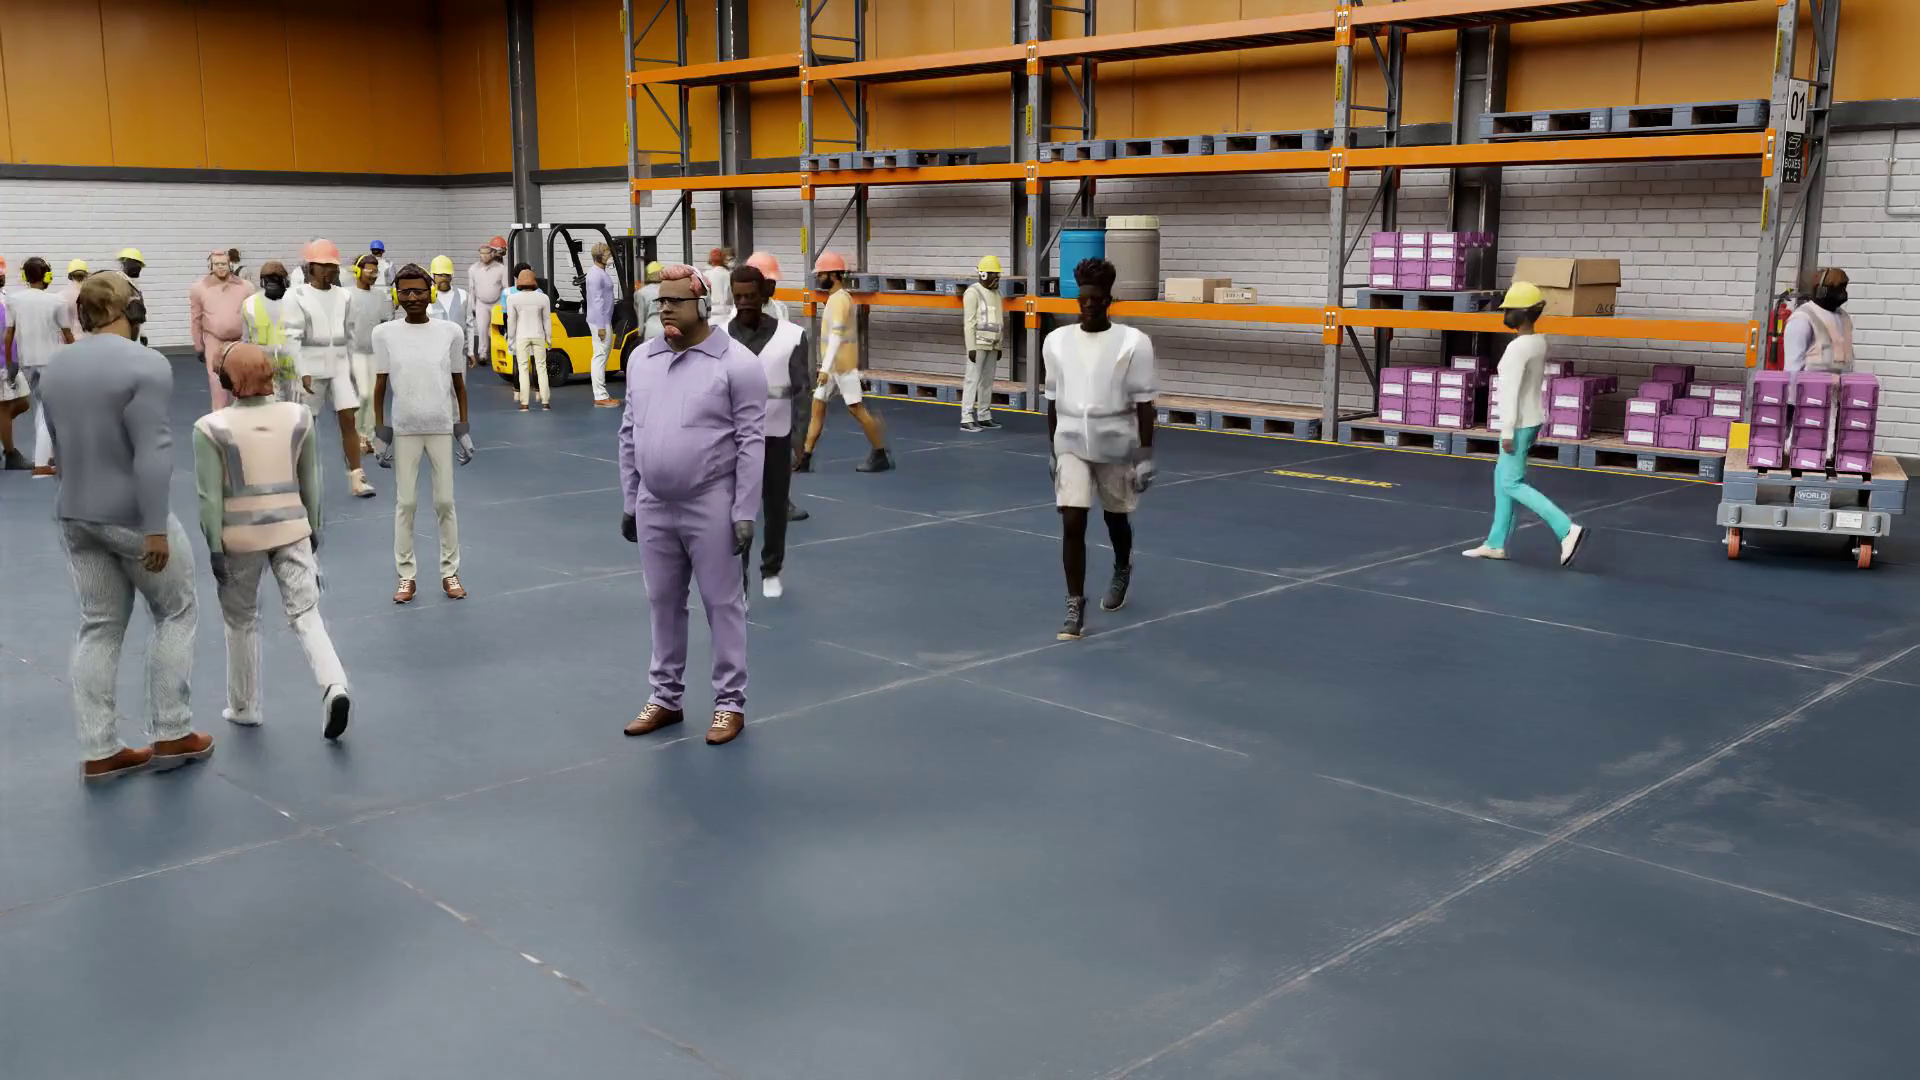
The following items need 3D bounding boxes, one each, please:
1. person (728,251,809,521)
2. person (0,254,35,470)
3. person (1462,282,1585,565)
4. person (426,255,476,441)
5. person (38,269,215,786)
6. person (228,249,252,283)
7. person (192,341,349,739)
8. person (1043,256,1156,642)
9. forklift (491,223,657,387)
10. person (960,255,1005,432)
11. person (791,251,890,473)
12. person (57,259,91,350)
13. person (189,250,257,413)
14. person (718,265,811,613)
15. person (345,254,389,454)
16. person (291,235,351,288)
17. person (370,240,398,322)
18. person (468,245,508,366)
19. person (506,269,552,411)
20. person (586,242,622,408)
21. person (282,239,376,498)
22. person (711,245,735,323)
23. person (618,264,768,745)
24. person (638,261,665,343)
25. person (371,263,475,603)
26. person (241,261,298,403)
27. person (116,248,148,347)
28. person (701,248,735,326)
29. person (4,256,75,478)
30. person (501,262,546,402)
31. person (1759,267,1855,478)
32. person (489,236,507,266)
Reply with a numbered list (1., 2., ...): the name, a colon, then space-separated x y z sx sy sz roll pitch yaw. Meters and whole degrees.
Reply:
1. person: -1.455 -1.111 11.958 0.870 1.914 0.544 6 12 31
2. person: -8.271 -1.521 14.217 0.537 1.905 0.543 0 10 -2
3. person: 3.487 -0.699 10.169 0.713 1.746 0.528 7 13 35
4. person: -4.994 -1.837 16.136 0.600 1.827 0.404 -7 12 -33
5. person: -3.168 -0.054 6.246 0.654 1.895 0.604 4 11 20
6. person: -12.186 -3.993 28.029 0.749 1.796 0.535 -5 11 -25
7. person: -2.765 0.008 6.691 0.517 1.612 0.753 -10 14 -42
8. person: 0.728 -0.499 8.612 0.604 1.929 0.969 3 11 18
9. forklift: -5.316 -3.263 22.920 2.313 2.155 1.214 -10 14 -44
10. person: 0.262 -2.030 17.244 0.415 1.821 0.608 8 13 36
11. person: -1.047 -1.494 14.115 0.993 1.887 0.559 -3 11 -14
12. person: -9.519 -2.164 18.091 0.524 1.769 0.326 -9 14 -41
13. person: -7.343 -1.962 16.726 0.647 1.870 0.925 -6 12 -30
14. person: -1.100 -0.526 8.984 0.595 1.834 1.029 0 10 -2
15. person: -5.477 -1.702 15.350 0.457 1.845 0.536 9 14 41
16. person: -7.609 -2.636 19.916 0.681 2.000 0.552 -5 12 -26
17. person: -9.619 -3.992 27.596 0.603 1.938 0.402 -1 10 -7
18. person: -7.311 -3.640 25.868 0.664 1.857 0.962 -2 11 -9
19. person: -4.972 -2.305 19.225 0.507 1.631 0.271 -4 11 -23
20. person: -4.219 -2.534 19.639 0.372 1.940 0.631 -1 10 -7
21. person: -4.976 -1.334 12.962 1.034 2.000 0.615 10 14 43
22. person: -2.937 -2.835 21.421 0.800 1.888 0.700 2 11 9
23. person: -1.091 -0.138 6.663 0.643 1.909 0.410 4 11 20
24. person: -3.624 -2.479 19.944 0.514 1.711 0.585 0 10 -1
25. person: -2.970 -0.587 9.210 0.536 1.869 0.314 -4 11 -21
26. person: -5.493 -1.335 13.457 0.652 1.805 0.857 -2 11 -10
27. person: -9.704 -2.462 19.438 0.725 1.865 0.673 -3 11 -14
28. person: -3.081 -2.781 21.222 0.602 1.860 0.524 -4 11 -22
29. person: -7.751 -1.473 14.110 0.522 1.837 0.746 0 10 0
30. person: -5.294 -2.524 20.241 0.540 1.696 0.317 -1 10 -6
31. person: 6.176 -1.067 12.048 0.636 1.806 0.941 -8 13 -36
32. person: -7.595 -3.993 27.484 0.370 1.979 0.622 -2 11 -9
